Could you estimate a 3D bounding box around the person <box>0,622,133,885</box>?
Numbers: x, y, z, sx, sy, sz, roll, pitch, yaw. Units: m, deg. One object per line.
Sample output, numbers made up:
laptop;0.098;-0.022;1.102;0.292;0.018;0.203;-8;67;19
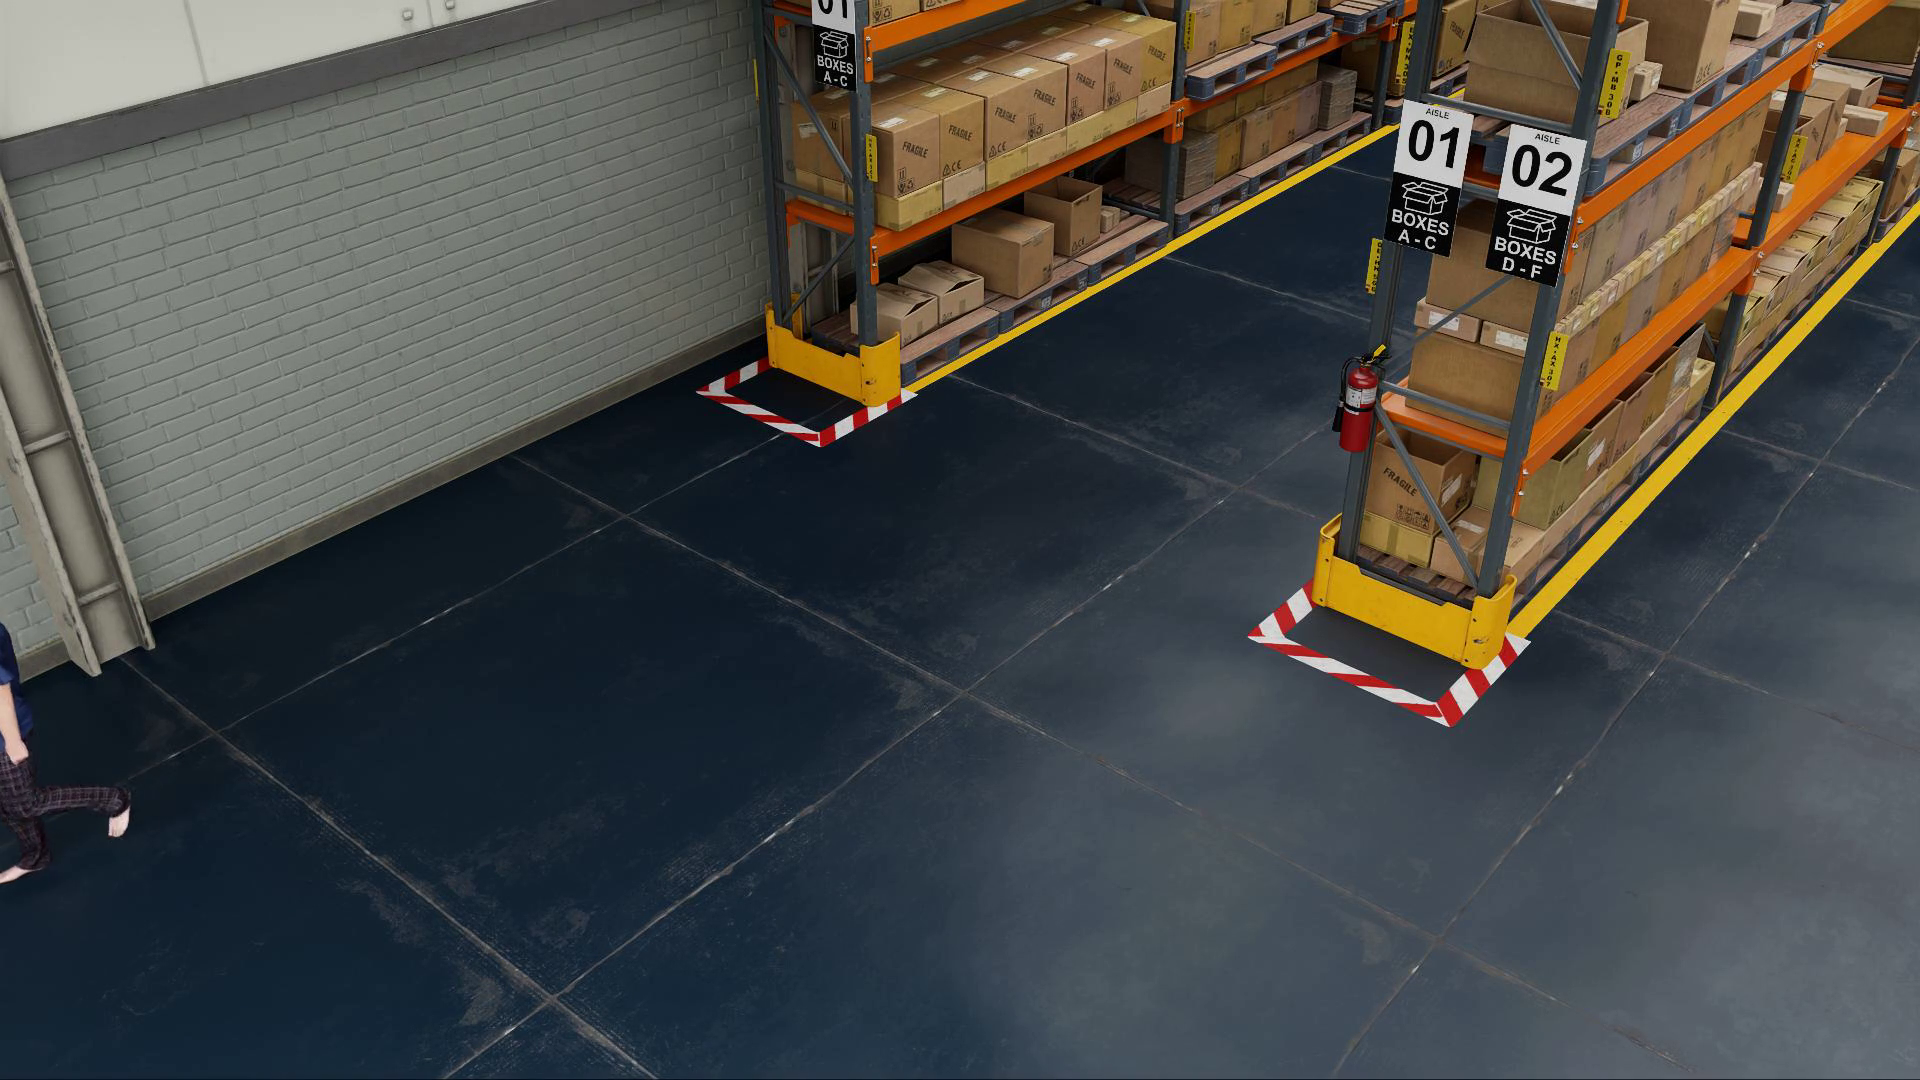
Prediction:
person;-4.535;0.866;8.017;0.948;1.849;0.715;-28;42;-36
